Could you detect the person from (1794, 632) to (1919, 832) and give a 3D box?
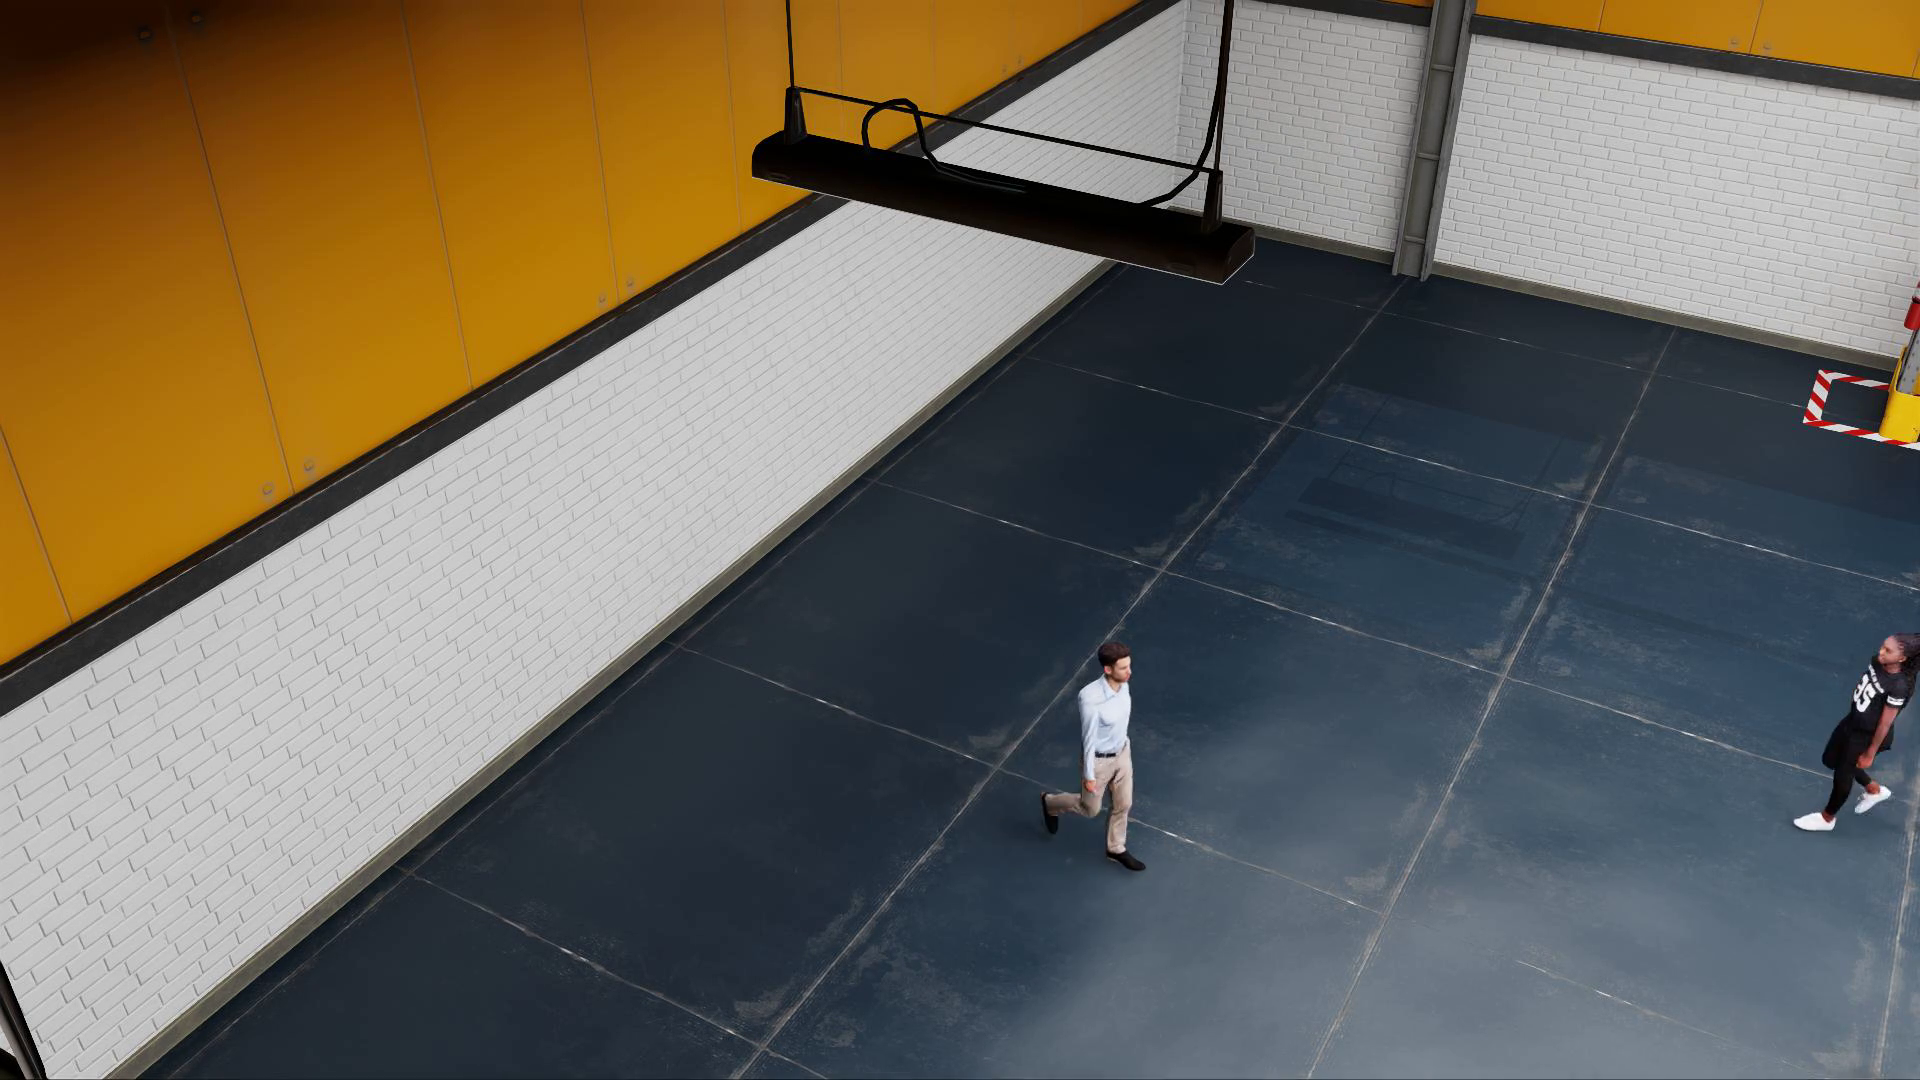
[{"bbox_3d":[6.289,1.347,11.440,0.963,1.717,0.831,1,34,2],"label":"person"}]

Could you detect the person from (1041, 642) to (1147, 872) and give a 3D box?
[{"bbox_3d":[0.907,1.437,11.215,1.126,1.817,0.795,26,42,34],"label":"person"}]
